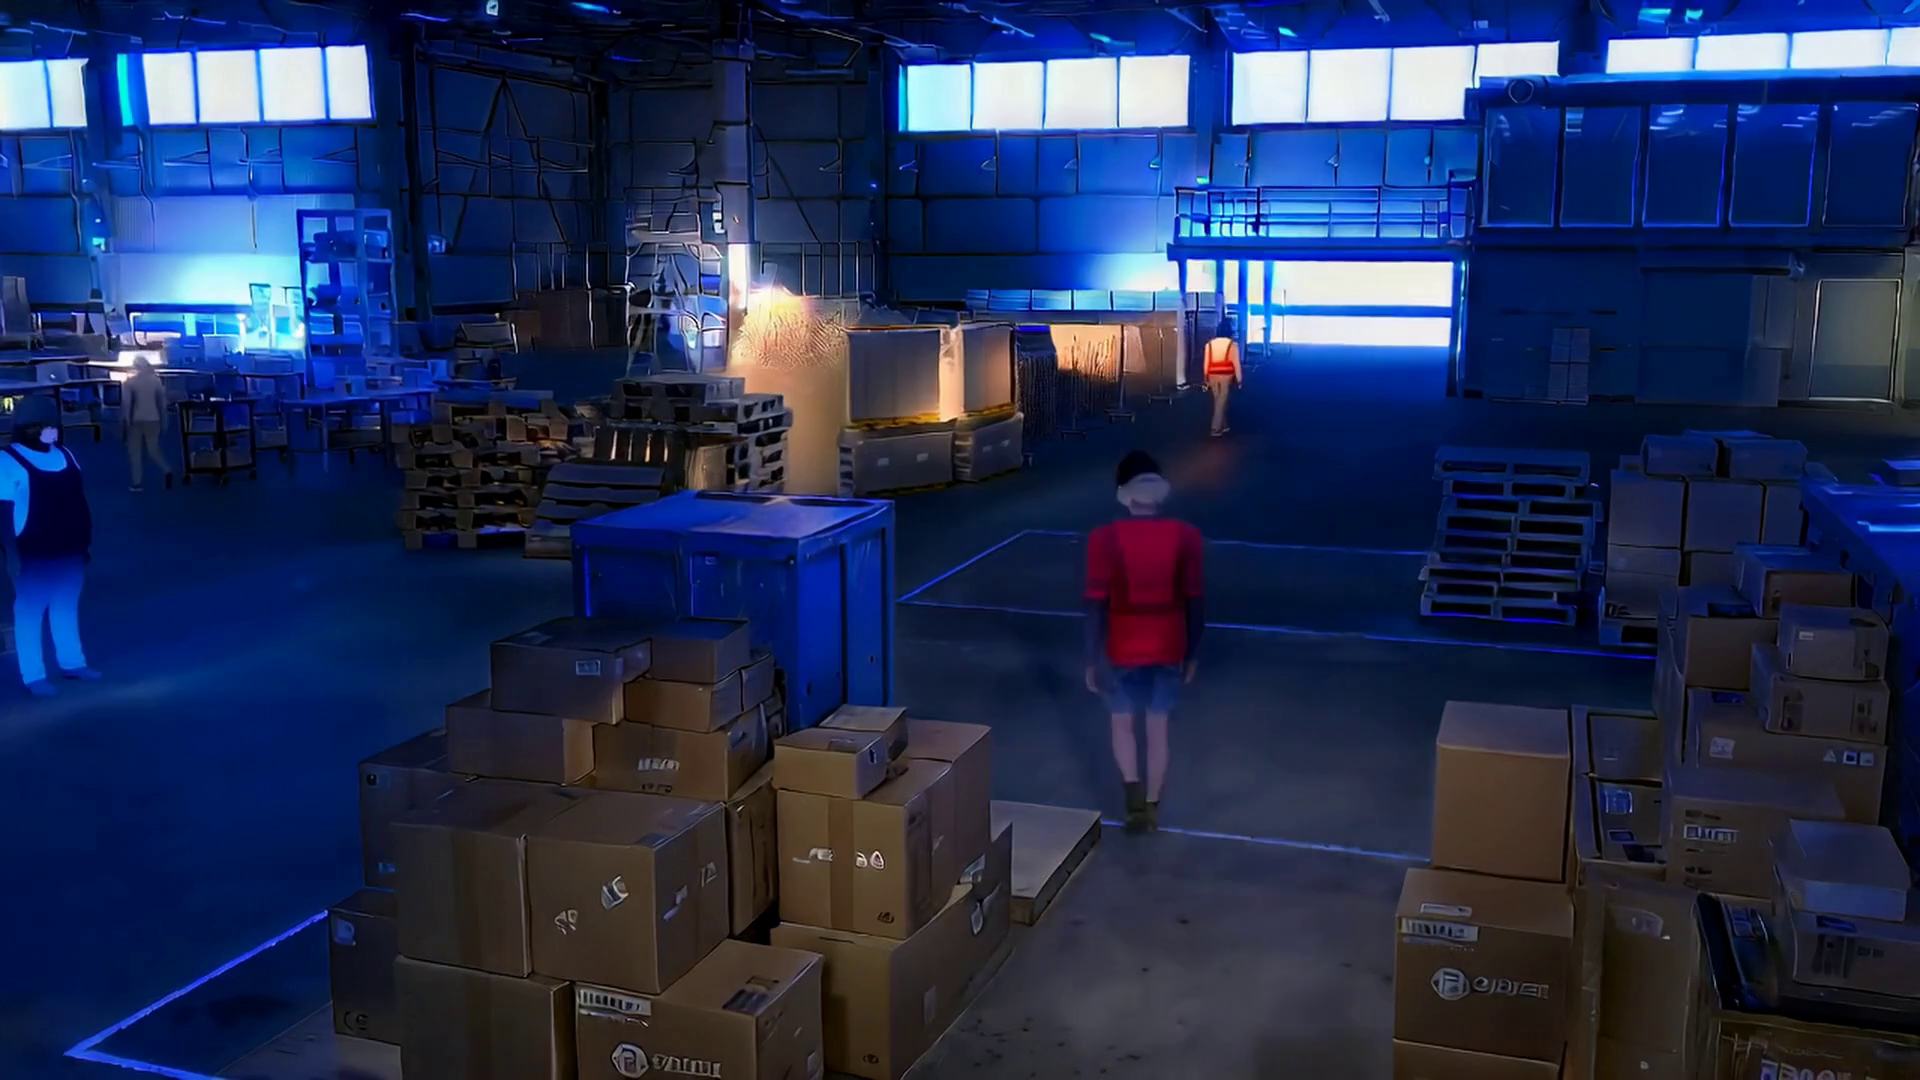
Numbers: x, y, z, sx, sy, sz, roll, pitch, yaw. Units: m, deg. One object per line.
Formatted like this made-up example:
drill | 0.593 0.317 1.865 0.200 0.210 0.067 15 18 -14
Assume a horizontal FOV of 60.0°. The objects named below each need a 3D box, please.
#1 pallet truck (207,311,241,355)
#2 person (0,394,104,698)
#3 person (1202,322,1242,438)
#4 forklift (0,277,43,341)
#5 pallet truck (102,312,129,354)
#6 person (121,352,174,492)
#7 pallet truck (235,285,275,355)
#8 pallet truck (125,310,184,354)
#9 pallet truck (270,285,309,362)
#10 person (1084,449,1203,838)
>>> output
pallet truck | -19.537 -5.575 44.913 0.653 1.274 1.630 3 11 19
person | -6.163 0.028 11.284 0.537 2.000 0.683 3 11 16
person | 4.144 -2.545 26.391 0.587 1.834 1.005 6 12 32
forklift | -27.151 -6.329 46.328 1.157 1.987 2.680 3 11 17
pallet truck | -23.057 -5.777 46.261 0.680 1.201 1.601 3 11 19
person | -9.992 -1.447 20.468 0.591 1.724 0.588 6 12 31
pallet truck | -18.327 -5.835 44.421 0.823 1.965 1.885 4 11 23
pallet truck | -22.038 -5.665 45.457 0.704 1.261 1.522 3 11 17
pallet truck | -17.147 -5.700 43.663 0.823 1.965 1.885 3 11 17
person | 0.936 0.552 8.445 0.615 2.011 0.635 -1 10 -5
